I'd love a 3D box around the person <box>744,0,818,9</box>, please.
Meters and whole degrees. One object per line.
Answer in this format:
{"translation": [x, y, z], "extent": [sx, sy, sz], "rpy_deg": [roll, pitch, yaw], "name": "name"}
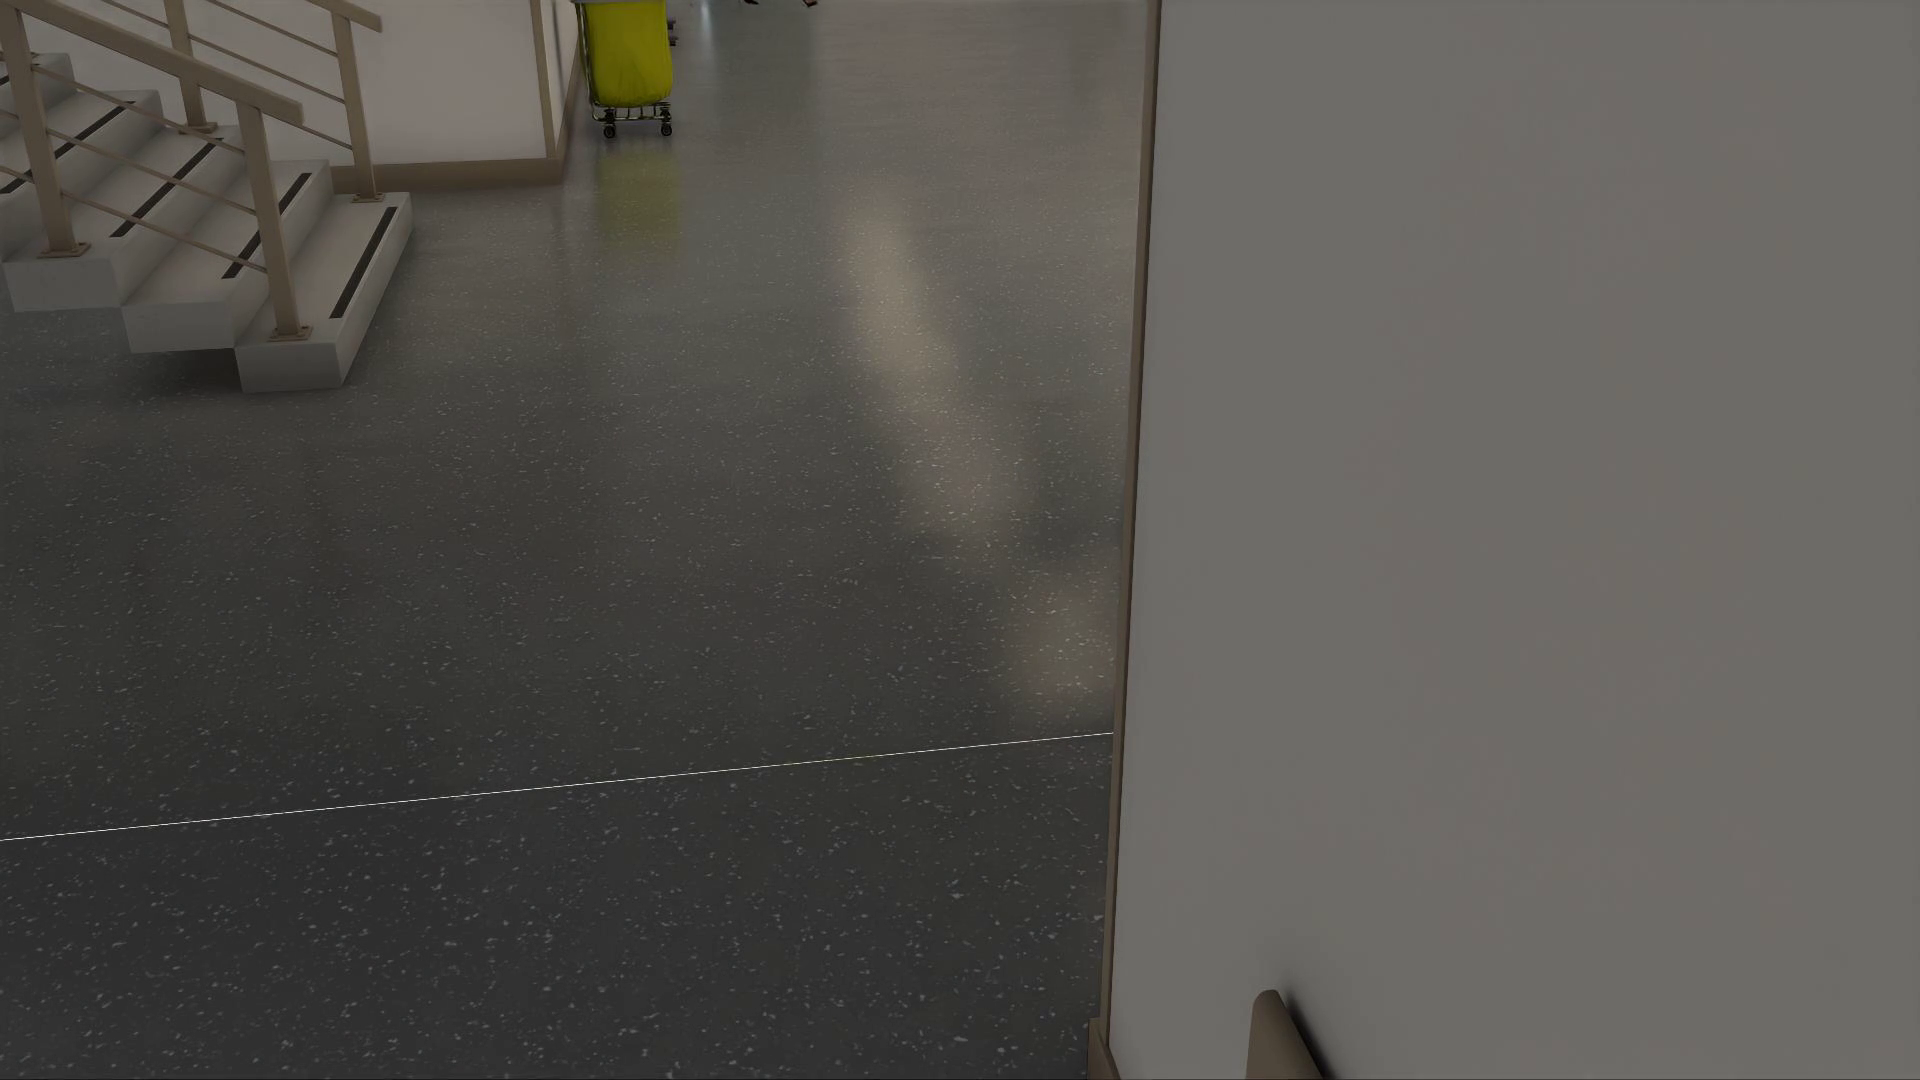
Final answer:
{"translation": [-1.913, -6.018, 16.173], "extent": [1.275, 1.719, 1.169], "rpy_deg": [12, 28, 24], "name": "person"}
